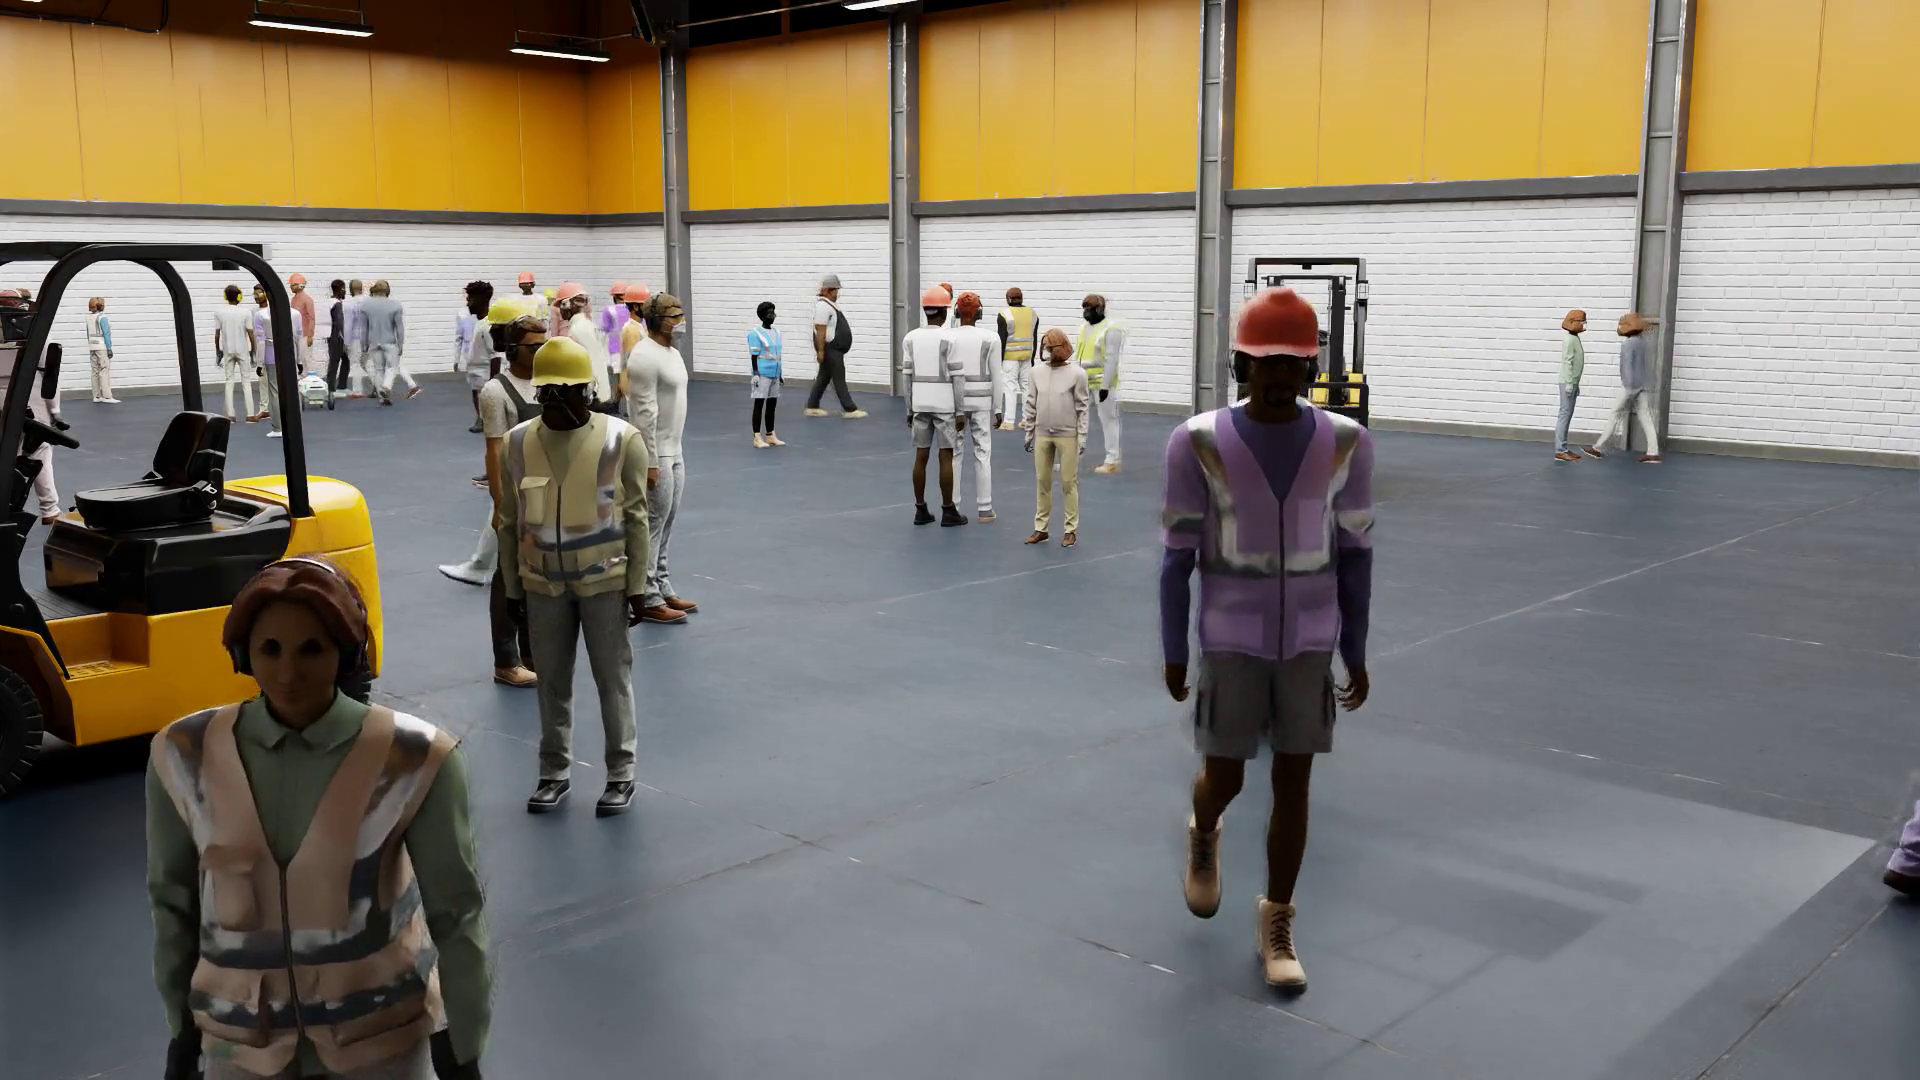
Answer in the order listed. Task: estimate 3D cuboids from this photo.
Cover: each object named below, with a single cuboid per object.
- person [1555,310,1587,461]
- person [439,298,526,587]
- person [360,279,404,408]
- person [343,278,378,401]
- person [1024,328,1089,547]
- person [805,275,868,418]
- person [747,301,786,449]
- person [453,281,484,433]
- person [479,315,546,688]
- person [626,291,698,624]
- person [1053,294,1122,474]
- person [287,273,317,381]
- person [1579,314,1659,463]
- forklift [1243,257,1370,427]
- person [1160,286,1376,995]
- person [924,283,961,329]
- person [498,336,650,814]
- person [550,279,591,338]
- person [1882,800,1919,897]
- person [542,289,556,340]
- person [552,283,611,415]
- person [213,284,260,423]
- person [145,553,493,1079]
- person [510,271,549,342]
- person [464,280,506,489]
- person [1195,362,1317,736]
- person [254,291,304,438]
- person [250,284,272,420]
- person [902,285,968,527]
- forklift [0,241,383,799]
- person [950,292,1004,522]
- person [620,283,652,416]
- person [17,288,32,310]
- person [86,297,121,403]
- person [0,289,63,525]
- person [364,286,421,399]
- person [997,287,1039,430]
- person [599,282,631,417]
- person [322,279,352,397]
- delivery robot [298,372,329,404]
[{"bbox_3d":[6.631,-1.676,18.034,0.283,1.633,0.497,5,10,27],"label":"person"},{"bbox_3d":[-2.931,-0.630,10.873,0.975,1.872,0.612,-2,9,-11],"label":"person"},{"bbox_3d":[-8.588,-2.905,24.703,0.641,1.926,0.561,0,9,-1],"label":"person"},{"bbox_3d":[-9.400,-3.132,26.054,0.501,1.922,0.651,4,10,26],"label":"person"},{"bbox_3d":[0.712,-0.762,12.429,0.507,1.632,0.282,5,10,27],"label":"person"},{"bbox_3d":[-1.766,-2.717,23.174,0.925,2.000,0.695,1,9,4],"label":"person"},{"bbox_3d":[-2.234,-1.908,19.268,0.319,1.696,0.532,6,11,32],"label":"person"},{"bbox_3d":[-6.127,-2.308,21.023,0.596,1.913,0.531,2,9,9],"label":"person"},{"bbox_3d":[-2.178,-0.197,8.325,0.325,1.842,0.517,3,10,19],"label":"person"},{"bbox_3d":[-1.761,-0.487,9.812,0.378,1.940,0.629,1,9,6],"label":"person"},{"bbox_3d":[1.284,-1.547,16.677,0.824,1.809,0.651,-6,11,-33],"label":"person"},{"bbox_3d":[-10.869,-3.394,27.458,0.609,1.996,0.383,8,12,41],"label":"person"},{"bbox_3d":[7.159,-1.632,17.894,0.530,1.580,0.848,-9,13,-44],"label":"person"},{"bbox_3d":[3.309,-1.629,16.029,1.214,2.155,2.313,2,9,11],"label":"forklift"},{"bbox_3d":[0.892,0.274,4.893,0.608,2.029,0.579,-1,9,-4],"label":"person"},{"bbox_3d":[-0.202,-2.483,22.218,0.582,1.882,0.338,2,9,12],"label":"person"},{"bbox_3d":[-1.466,0.143,6.318,0.586,1.824,0.404,1,9,4],"label":"person"},{"bbox_3d":[-5.974,-3.039,25.540,0.643,1.913,0.411,-5,11,-29],"label":"person"},{"bbox_3d":[3.495,0.302,5.228,1.004,1.861,0.660,1,9,7],"label":"person"},{"bbox_3d":[-6.751,-3.281,27.539,0.299,1.745,0.483,7,12,38],"label":"person"},{"bbox_3d":[-3.239,-1.255,14.484,0.734,1.943,0.638,0,9,2],"label":"person"},{"bbox_3d":[-9.719,-2.494,22.331,0.533,1.868,0.310,-2,9,-9],"label":"person"},{"bbox_3d":[-1.020,0.839,2.617,0.542,1.621,0.574,-1,9,-6],"label":"person"},{"bbox_3d":[-6.752,-3.188,26.052,0.616,2.041,0.377,-1,9,-8],"label":"person"},{"bbox_3d":[-4.482,-1.472,15.764,0.361,1.963,0.613,-4,10,-23],"label":"person"},{"bbox_3d":[1.326,-0.032,7.407,0.593,1.816,0.430,-6,11,-34],"label":"person"},{"bbox_3d":[-8.368,-2.211,20.450,0.380,1.917,0.586,9,13,44],"label":"person"},{"bbox_3d":[-9.548,-2.579,22.852,0.508,1.872,0.329,3,10,18],"label":"person"},{"bbox_3d":[-0.193,-1.075,13.413,0.545,1.939,0.375,5,11,29],"label":"person"},{"bbox_3d":[-3.706,-0.171,7.093,1.214,2.155,2.313,9,13,43],"label":"forklift"},{"bbox_3d":[0.071,-1.082,13.630,0.580,1.883,0.352,1,9,7],"label":"person"},{"bbox_3d":[-2.948,-1.388,15.337,0.360,1.938,0.545,-2,9,-12],"label":"person"},{"bbox_3d":[-12.386,-2.414,21.978,0.447,1.822,0.638,6,11,34],"label":"person"},{"bbox_3d":[-13.262,-2.922,25.654,0.514,1.641,0.308,5,11,30],"label":"person"},{"bbox_3d":[-7.592,-1.066,13.453,0.638,1.911,0.402,-1,9,-5],"label":"person"},{"bbox_3d":[-9.083,-3.144,26.529,1.006,1.818,0.538,1,9,8],"label":"person"},{"bbox_3d":[0.711,-2.333,21.450,0.621,1.838,0.429,-6,11,-32],"label":"person"},{"bbox_3d":[-4.783,-2.681,23.454,0.561,1.888,1.019,-8,12,-42],"label":"person"},{"bbox_3d":[-10.023,-3.259,26.943,0.647,1.895,0.589,-5,10,-26],"label":"person"},{"bbox_3d":[-9.524,-2.237,24.482,0.477,0.478,0.707,-5,10,-27],"label":"delivery robot"}]
